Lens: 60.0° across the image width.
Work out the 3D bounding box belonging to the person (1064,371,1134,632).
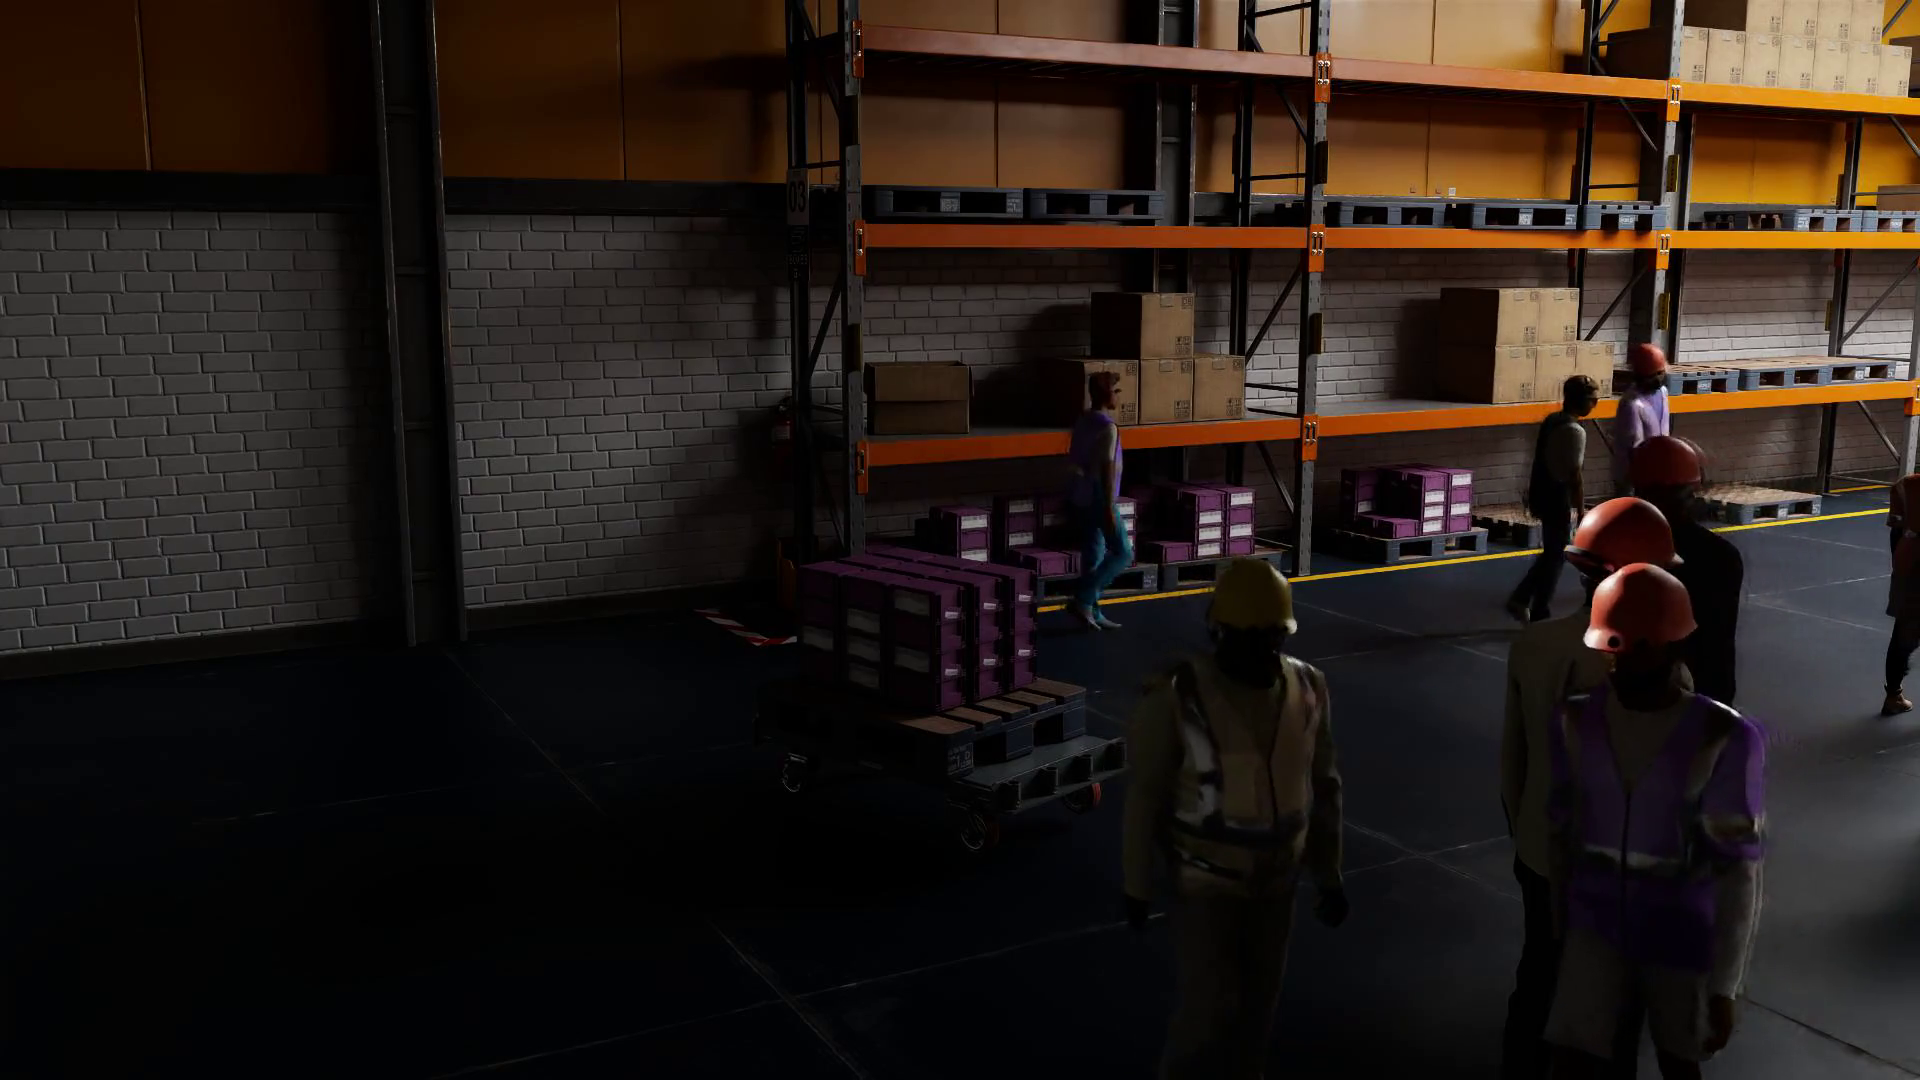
[{"bbox_3d":[0.960,-0.248,11.460,0.444,1.831,0.602,-3,10,-17],"label":"person"}]

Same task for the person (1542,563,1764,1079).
[{"bbox_3d":[1.681,0.994,4.157,0.571,1.883,0.983,9,13,41],"label":"person"}]

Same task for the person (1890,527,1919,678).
[{"bbox_3d":[4.442,0.501,7.258,0.643,1.798,0.948,9,13,40],"label":"person"}]

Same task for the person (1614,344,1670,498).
[{"bbox_3d":[5.104,-0.467,12.321,0.705,1.976,0.741,-6,12,-32],"label":"person"}]

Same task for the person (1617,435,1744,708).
[{"bbox_3d":[2.693,0.580,6.296,0.720,1.971,0.624,-5,11,-24],"label":"person"}]

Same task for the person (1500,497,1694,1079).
[{"bbox_3d":[1.747,0.871,4.563,0.382,1.994,0.613,-5,11,-28],"label":"person"}]

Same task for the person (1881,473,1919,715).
[{"bbox_3d":[5.462,0.190,9.340,0.318,1.697,0.536,-5,11,-28],"label":"person"}]

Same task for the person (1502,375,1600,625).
[{"bbox_3d":[4.090,-0.220,11.350,0.413,1.819,0.555,0,10,-1],"label":"person"}]

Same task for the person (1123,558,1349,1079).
[{"bbox_3d":[0.788,0.934,4.720,0.631,1.812,0.433,-4,11,-23],"label":"person"}]
